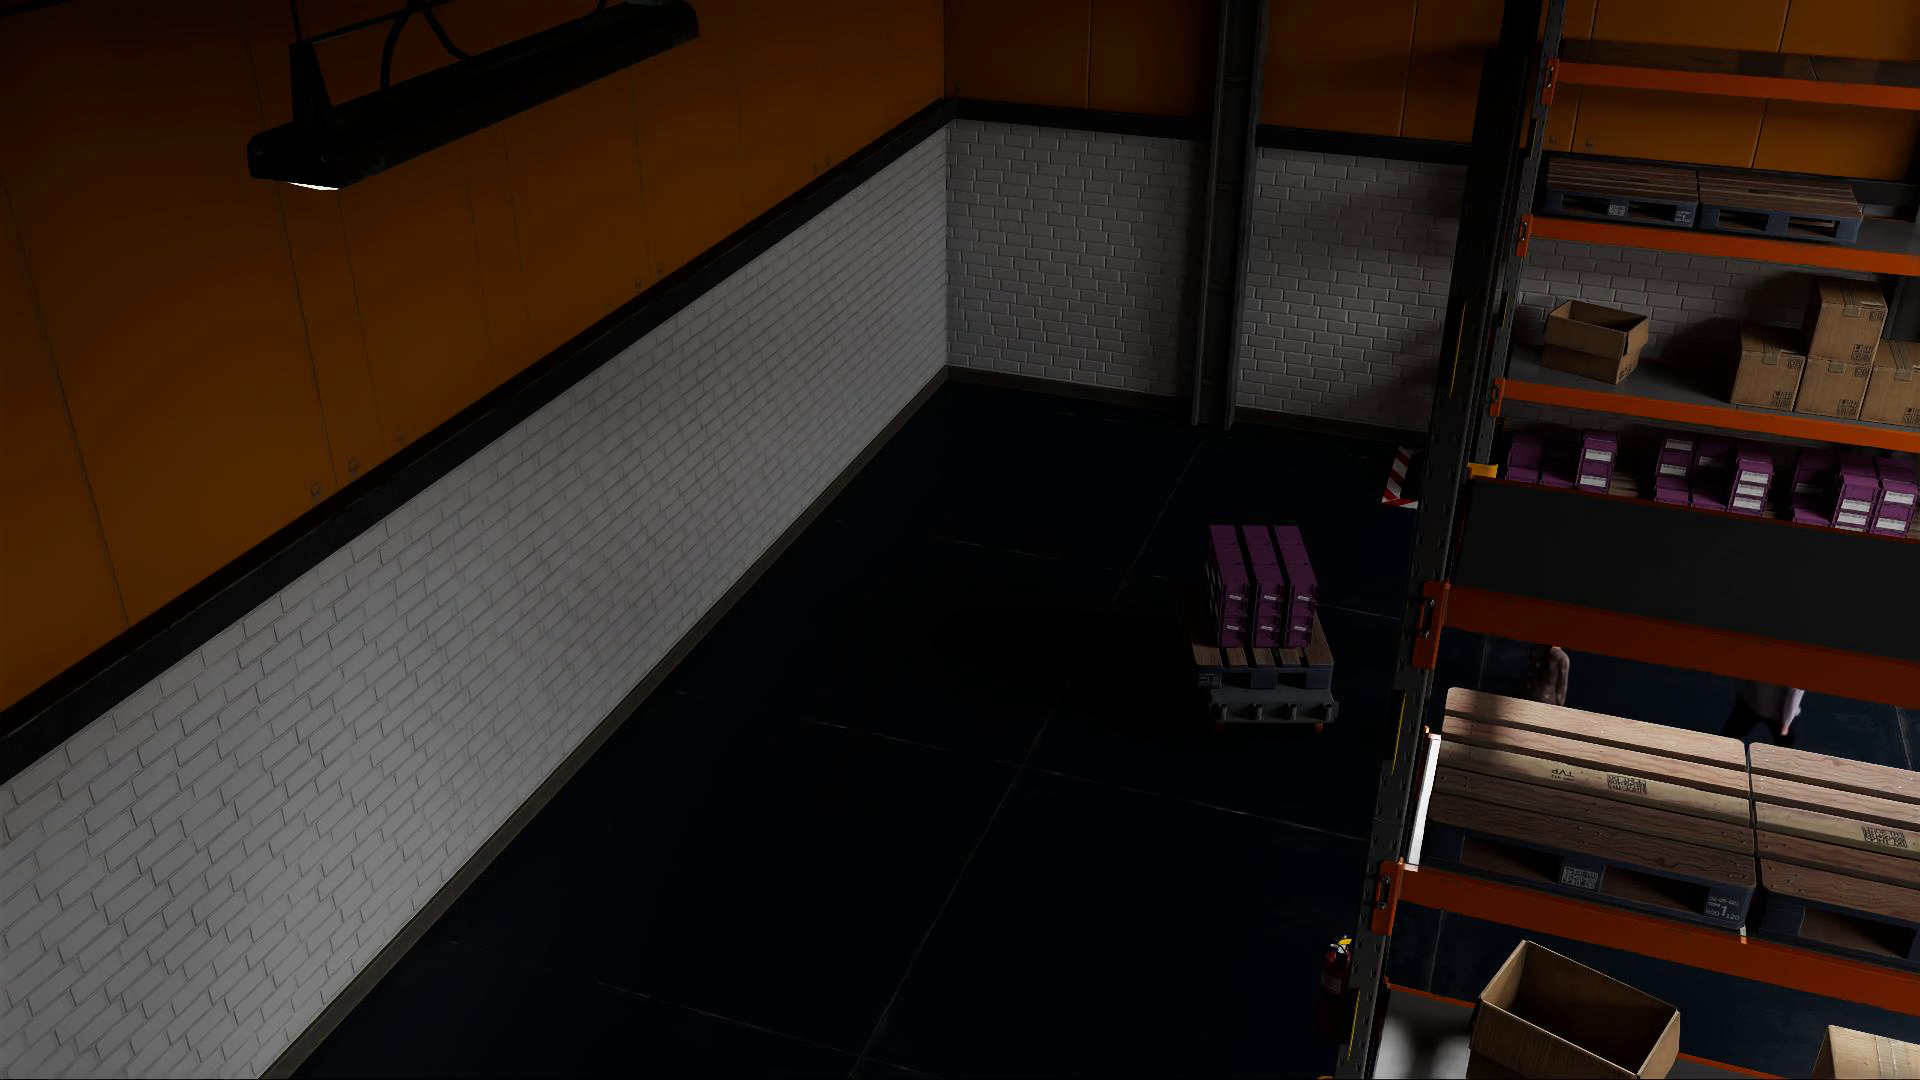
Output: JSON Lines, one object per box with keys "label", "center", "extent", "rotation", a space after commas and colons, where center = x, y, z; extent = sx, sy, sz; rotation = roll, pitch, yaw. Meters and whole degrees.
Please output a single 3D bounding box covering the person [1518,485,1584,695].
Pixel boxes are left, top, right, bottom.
{"label": "person", "center": [4.392, 0.386, 12.341], "extent": [0.618, 1.793, 0.641], "rotation": [24, 37, 37]}
